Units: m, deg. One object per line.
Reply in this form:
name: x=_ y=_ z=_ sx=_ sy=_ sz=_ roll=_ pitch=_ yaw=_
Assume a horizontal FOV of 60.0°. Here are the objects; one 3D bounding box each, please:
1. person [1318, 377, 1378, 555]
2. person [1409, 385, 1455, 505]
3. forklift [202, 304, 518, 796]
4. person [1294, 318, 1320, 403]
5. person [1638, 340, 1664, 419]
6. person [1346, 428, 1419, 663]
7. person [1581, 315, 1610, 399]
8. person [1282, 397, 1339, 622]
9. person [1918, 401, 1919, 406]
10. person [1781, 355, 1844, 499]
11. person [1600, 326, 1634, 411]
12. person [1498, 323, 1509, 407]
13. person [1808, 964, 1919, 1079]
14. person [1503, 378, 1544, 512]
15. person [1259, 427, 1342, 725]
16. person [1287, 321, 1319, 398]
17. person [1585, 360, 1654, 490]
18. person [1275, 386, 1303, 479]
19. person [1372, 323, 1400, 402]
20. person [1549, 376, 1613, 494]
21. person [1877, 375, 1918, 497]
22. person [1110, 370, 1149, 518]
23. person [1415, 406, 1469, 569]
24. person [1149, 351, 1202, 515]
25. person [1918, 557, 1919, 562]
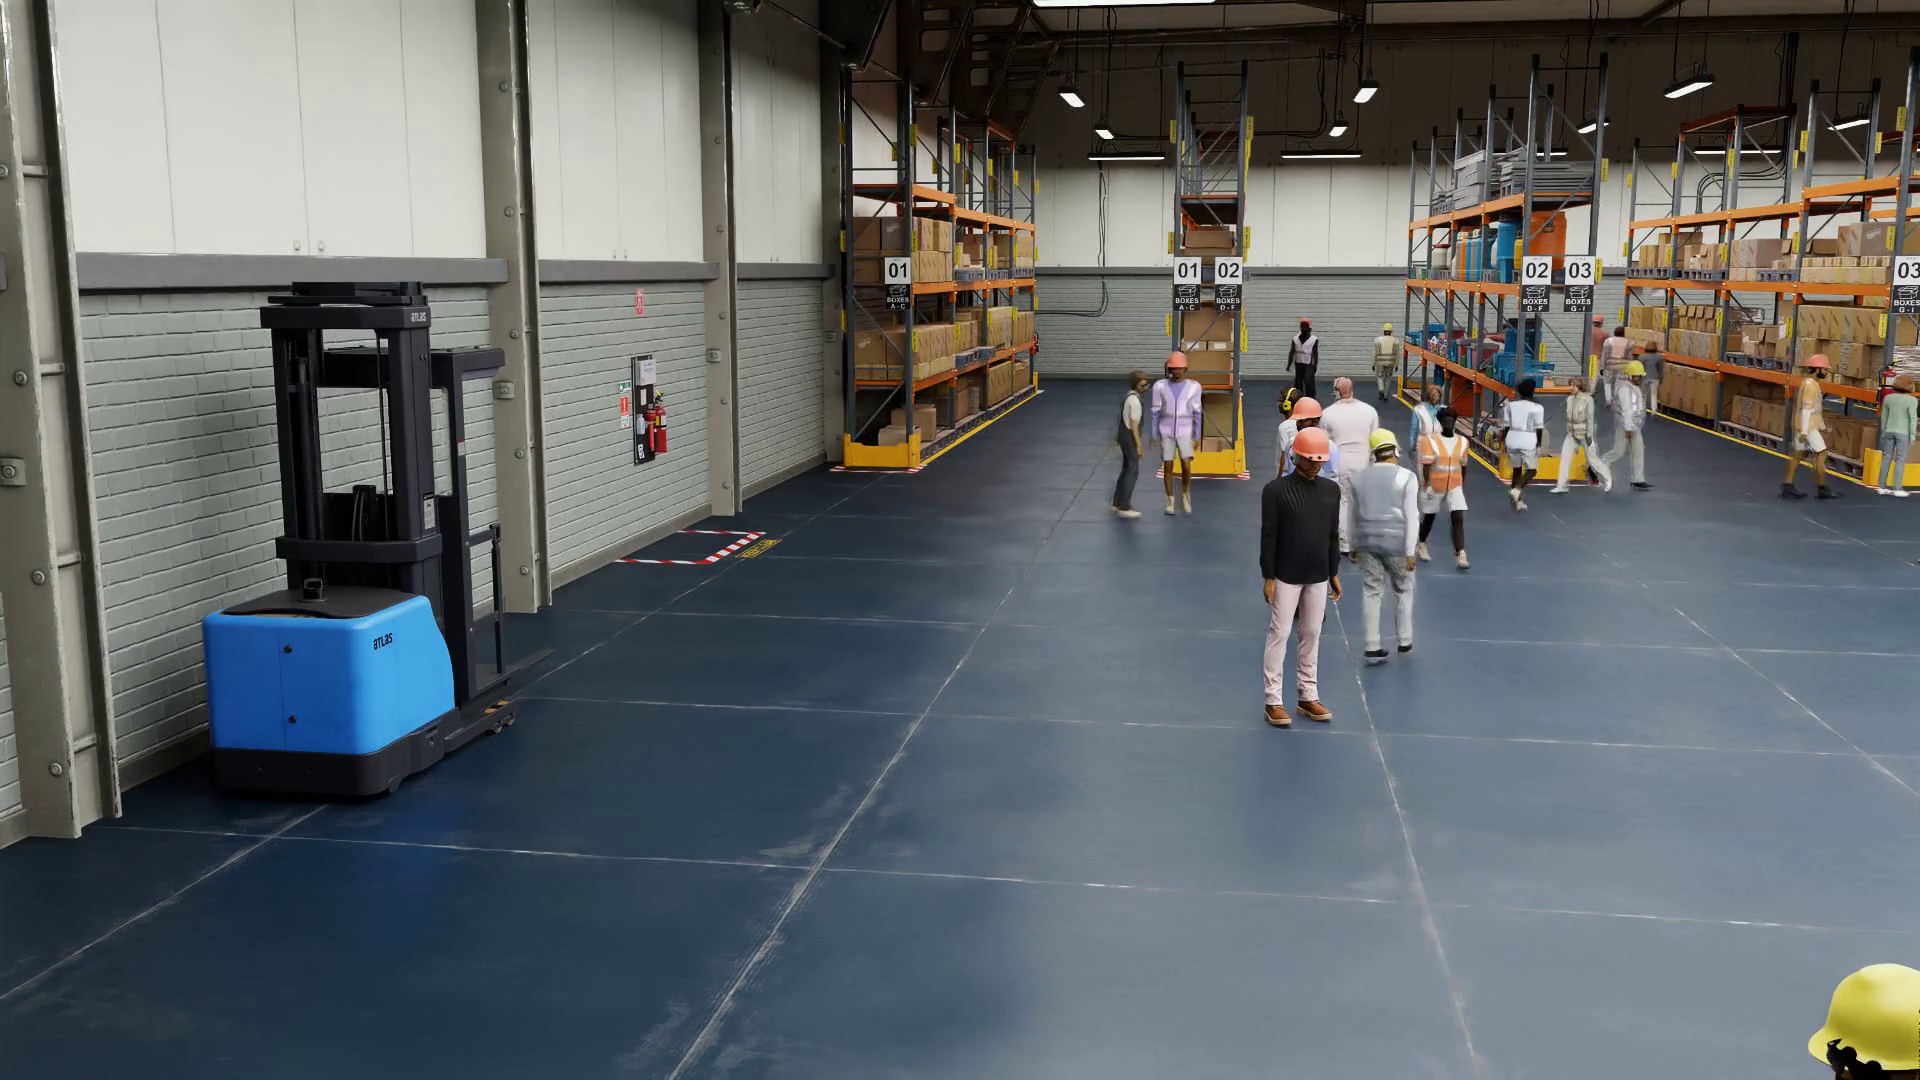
person: x=4.105 y=-0.781 z=17.656 sx=0.679 sy=1.883 sz=0.419 roll=0 pitch=9 yaw=-1
person: x=5.855 y=-1.117 z=20.601 sx=0.540 sy=1.587 sz=0.848 roll=1 pitch=9 yaw=6
forklift: x=-3.673 y=-0.038 z=10.147 sx=1.129 sy=2.768 sz=1.873 roll=1 pitch=9 yaw=9
person: x=7.812 y=-4.027 z=37.504 sx=0.646 sy=1.939 sz=0.868 roll=-7 pitch=11 yaw=-36
person: x=13.966 y=-3.241 z=33.677 sx=0.516 sy=1.612 sz=0.708 roll=3 pitch=10 yaw=17
person: x=3.283 y=0.039 z=12.891 sx=0.623 sy=1.789 sz=0.667 roll=7 pitch=11 yaw=36
person: x=15.017 y=-4.313 z=39.236 sx=0.611 sy=1.947 sz=0.959 roll=7 pitch=11 yaw=36
person: x=2.963 y=-0.257 z=14.269 sx=0.362 sy=1.935 sz=0.553 roll=-8 pitch=12 yaw=-41
person: x=16.049 y=-2.470 z=28.141 sx=0.655 sy=1.876 sz=0.715 roll=2 pitch=10 yaw=14
person: x=11.319 y=-1.481 z=21.908 sx=0.840 sy=1.902 sz=0.547 roll=3 pitch=10 yaw=18
person: x=14.120 y=-3.689 z=35.768 sx=0.660 sy=1.829 sz=0.452 roll=3 pitch=10 yaw=16
person: x=12.056 y=-3.865 z=36.791 sx=0.554 sy=1.848 sz=0.599 roll=1 pitch=9 yaw=4
person: x=1.698 y=1.637 z=3.117 sx=0.328 sy=1.767 sz=0.532 roll=-3 pitch=10 yaw=-19
person: x=6.978 y=-1.174 z=20.722 sx=0.541 sy=1.683 sz=0.537 roll=-8 pitch=12 yaw=-42
person: x=2.284 y=0.233 z=11.097 sx=0.610 sy=1.986 sz=0.392 roll=-4 pitch=10 yaw=-22
person: x=7.524 y=-3.839 z=36.439 sx=0.607 sy=1.913 sz=0.457 roll=7 pitch=12 yaw=37
person: x=9.167 y=-1.597 z=22.992 sx=0.840 sy=1.796 sz=0.586 roll=8 pitch=12 yaw=41
person: x=3.244 y=-0.583 z=16.471 sx=0.328 sy=1.877 sz=0.511 roll=7 pitch=11 yaw=36
person: x=9.767 y=-4.064 z=38.116 sx=0.611 sy=1.813 sz=0.440 roll=1 pitch=9 yaw=9
person: x=8.477 y=-1.432 z=22.583 sx=0.873 sy=1.594 sz=0.514 roll=-4 pitch=10 yaw=-23
person: x=12.581 y=-1.393 z=22.298 sx=0.320 sy=1.634 sz=0.511 roll=-4 pitch=10 yaw=-23
person: x=2.085 y=-1.183 z=20.406 sx=0.453 sy=1.804 sz=0.659 roll=0 pitch=9 yaw=-1
person: x=4.933 y=-0.557 z=17.029 sx=0.533 sy=1.649 sz=0.864 roll=-1 pitch=9 yaw=-4
person: x=2.646 y=-1.300 z=20.460 sx=0.633 sy=2.022 sz=0.659 roll=2 pitch=9 yaw=10
person: x=10.185 y=-0.718 z=17.019 sx=0.606 sy=1.967 sz=0.367 roll=8 pitch=12 yaw=42
